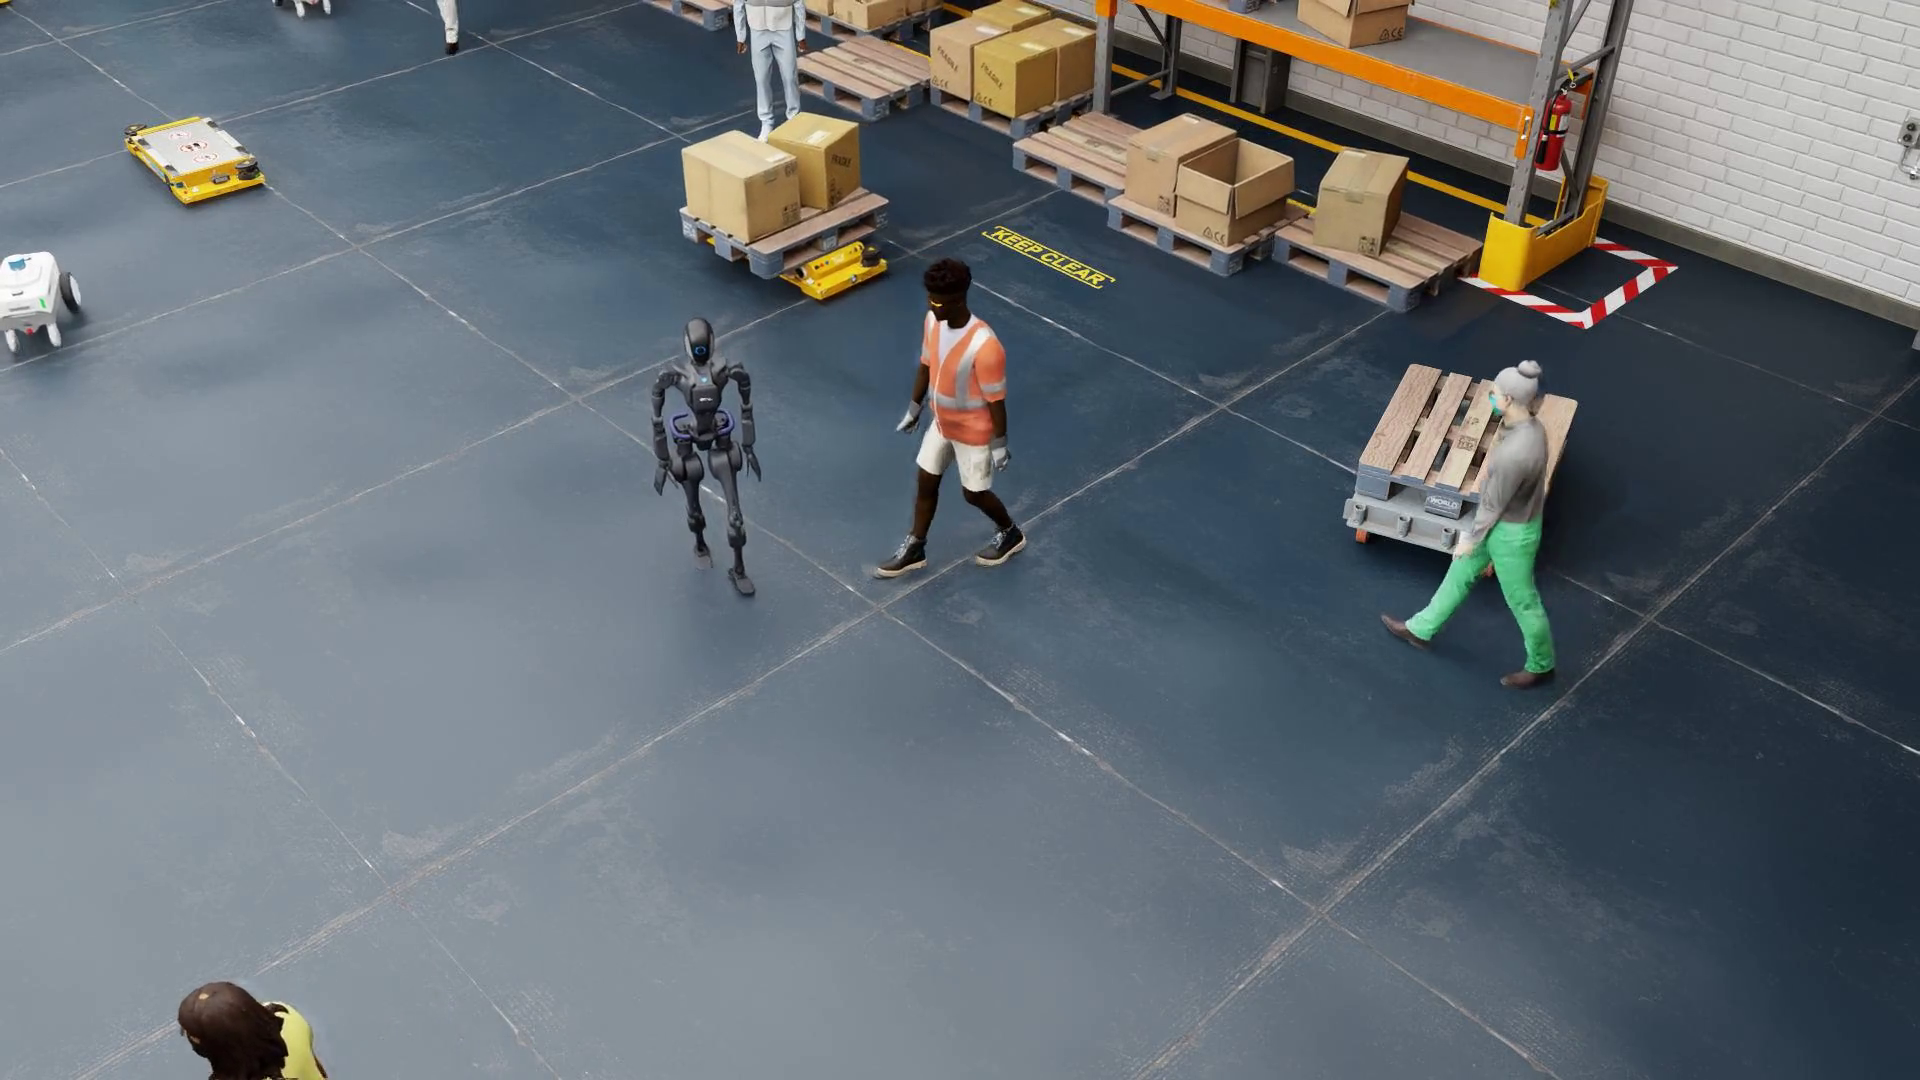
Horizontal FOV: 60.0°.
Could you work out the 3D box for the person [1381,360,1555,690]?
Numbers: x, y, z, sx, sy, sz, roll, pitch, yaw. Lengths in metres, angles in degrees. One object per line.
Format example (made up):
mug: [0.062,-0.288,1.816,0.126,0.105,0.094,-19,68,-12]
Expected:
person: [2.734,-0.087,8.384,0.934,1.801,0.482,9,38,12]

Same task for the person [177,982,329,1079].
person: [-2.371,2.084,5.551,0.822,1.738,0.495,-2,37,-3]

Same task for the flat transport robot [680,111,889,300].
flat transport robot: [-1.279,-2.219,12.471,1.431,0.231,0.659,31,47,34]

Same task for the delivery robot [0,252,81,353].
delivery robot: [-6.459,-1.696,11.546,0.499,0.600,0.804,-11,39,-15]

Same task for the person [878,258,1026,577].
person: [-0.076,-0.615,8.996,0.855,1.915,0.656,-21,42,-25]

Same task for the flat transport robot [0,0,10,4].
flat transport robot: [-10.434,-5.472,16.777,1.431,0.231,0.659,-20,42,-25]

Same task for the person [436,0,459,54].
person: [-4.968,-5.459,15.533,0.544,1.751,0.823,6,37,7]

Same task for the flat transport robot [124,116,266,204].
flat transport robot: [-6.335,-3.169,13.728,0.659,0.231,1.431,-26,44,-30]

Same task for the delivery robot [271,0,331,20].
delivery robot: [-6.630,-5.601,16.695,0.499,0.575,0.750,-24,43,-29]

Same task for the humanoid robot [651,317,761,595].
humanoid robot: [-1.372,-0.459,8.983,0.589,1.635,0.630,-12,39,-15]

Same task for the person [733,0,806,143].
person: [-1.565,-4.205,13.747,0.597,1.907,0.413,0,37,1]
